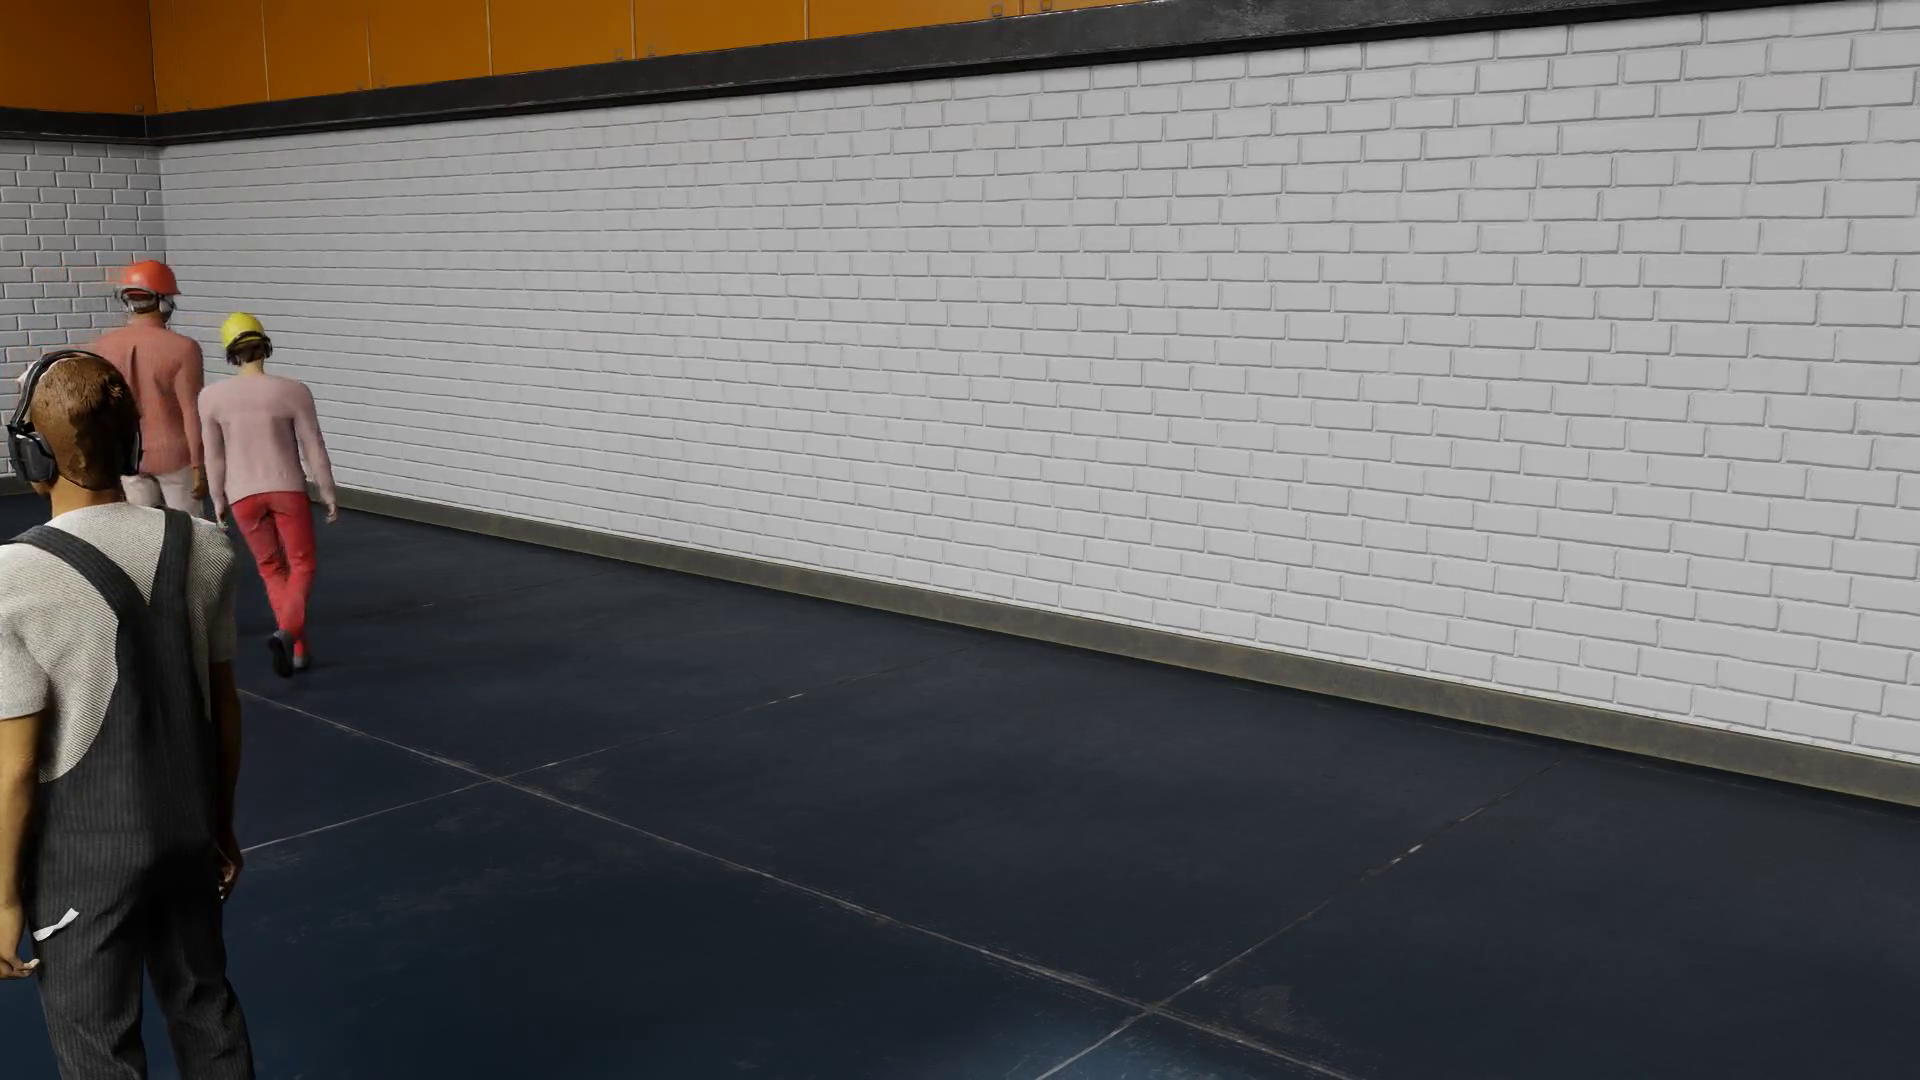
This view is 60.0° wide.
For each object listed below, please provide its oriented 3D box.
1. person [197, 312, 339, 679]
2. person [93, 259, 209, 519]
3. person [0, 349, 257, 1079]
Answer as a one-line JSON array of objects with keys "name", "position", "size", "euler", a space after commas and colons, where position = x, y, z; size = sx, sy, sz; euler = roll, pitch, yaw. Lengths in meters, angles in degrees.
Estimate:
[{"name": "person", "position": [-3.249, -0.190, 7.782], "size": [0.585, 1.723, 0.698], "euler": [-2, 10, -13]}, {"name": "person", "position": [-4.076, -0.410, 8.339], "size": [0.609, 1.974, 0.723], "euler": [2, 10, 10]}, {"name": "person", "position": [-1.539, 0.579, 3.041], "size": [0.345, 1.846, 0.506], "euler": [5, 11, 26]}]
